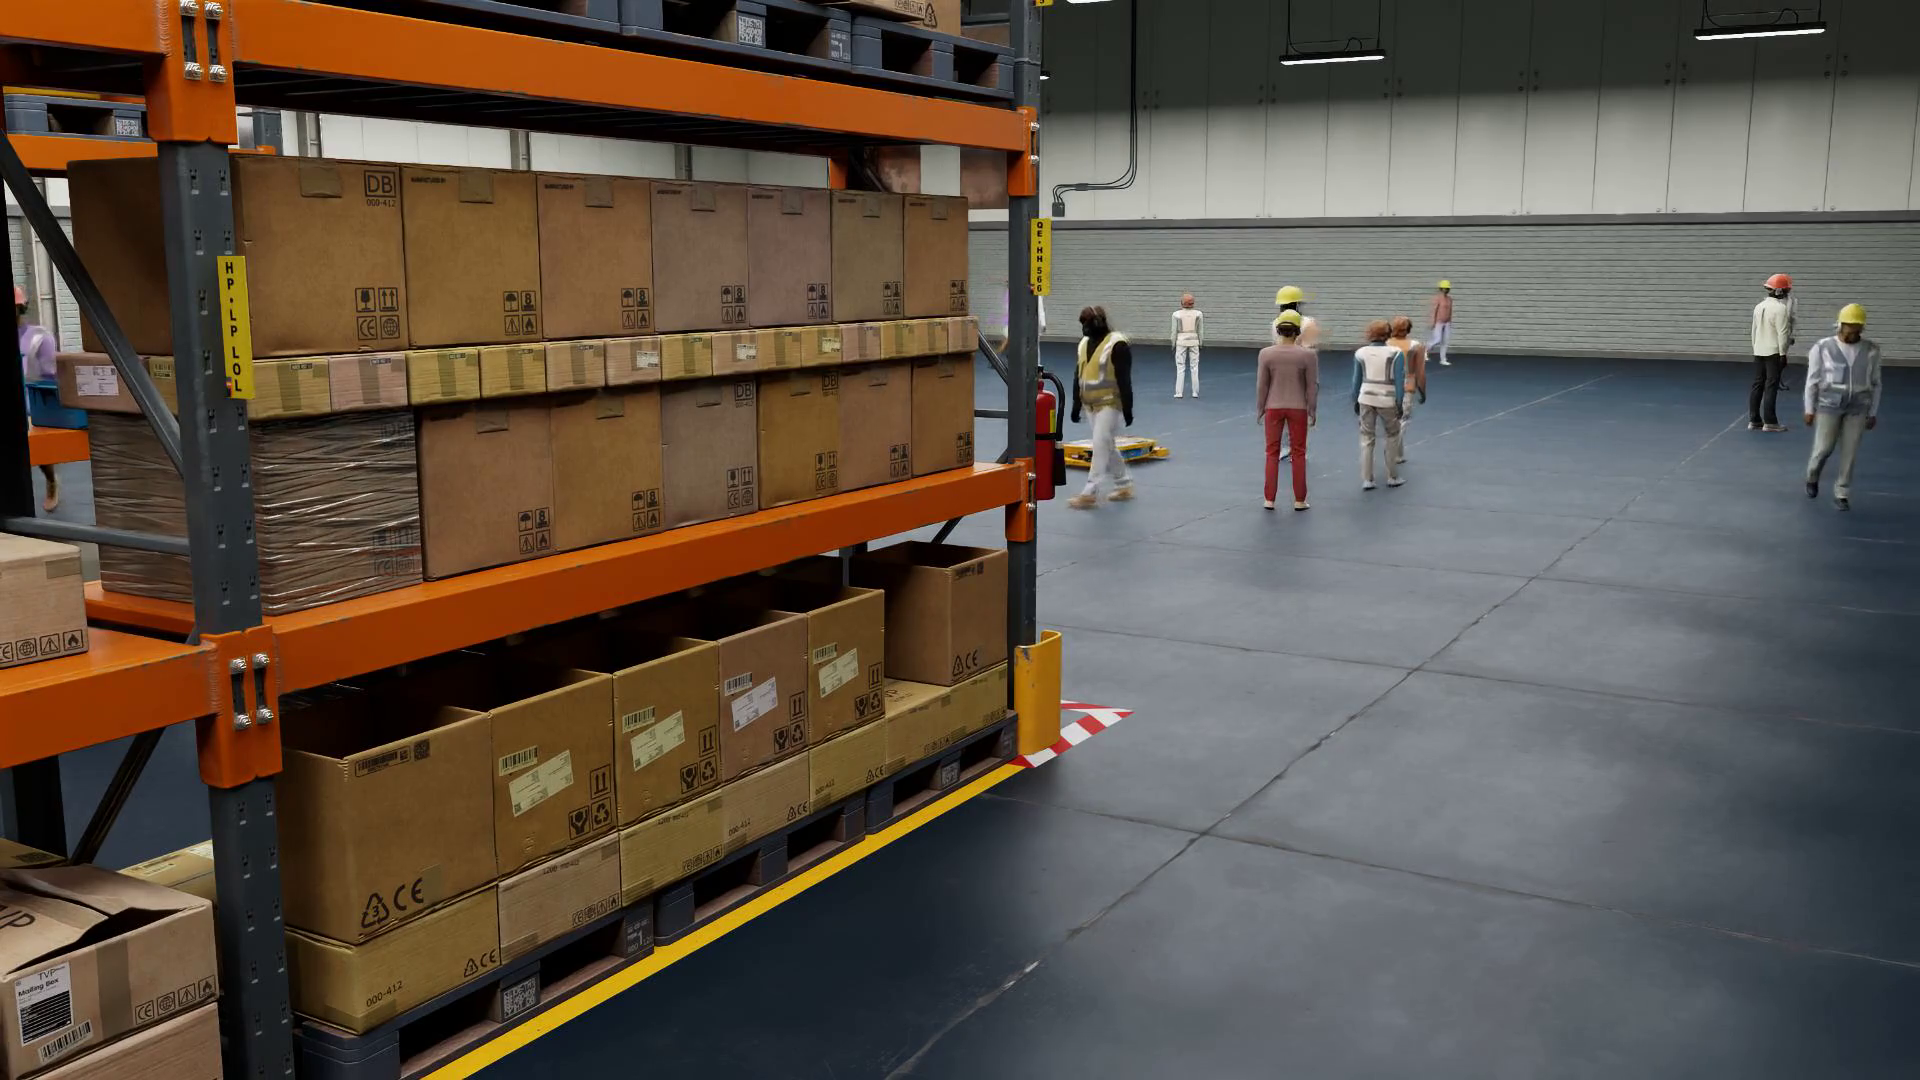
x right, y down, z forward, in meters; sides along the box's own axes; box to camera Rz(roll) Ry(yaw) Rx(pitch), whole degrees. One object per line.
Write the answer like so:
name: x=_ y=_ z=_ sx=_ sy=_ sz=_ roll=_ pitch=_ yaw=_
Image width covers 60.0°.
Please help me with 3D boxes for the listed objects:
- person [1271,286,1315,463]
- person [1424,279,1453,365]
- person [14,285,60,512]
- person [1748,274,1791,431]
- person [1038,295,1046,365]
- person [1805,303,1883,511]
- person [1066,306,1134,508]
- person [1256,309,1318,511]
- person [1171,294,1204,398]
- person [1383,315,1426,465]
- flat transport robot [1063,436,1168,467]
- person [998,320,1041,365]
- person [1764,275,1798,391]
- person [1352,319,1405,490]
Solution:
person: x=3.549 y=-1.760 z=17.843 sx=0.592 sy=1.897 sz=0.615 roll=-9 pitch=13 yaw=-42
person: x=9.867 y=-4.469 z=34.160 sx=0.536 sy=1.755 sz=0.517 roll=-6 pitch=11 yaw=-30
person: x=-7.752 y=-1.118 z=13.744 sx=0.612 sy=2.025 sz=0.709 roll=-2 pitch=10 yaw=-14
person: x=10.379 y=-2.393 z=21.286 sx=0.376 sy=1.995 sz=0.608 roll=-2 pitch=10 yaw=-10
person: x=1.377 y=-4.178 z=32.212 sx=0.657 sy=1.829 sz=0.902 roll=2 pitch=10 yaw=12
person: x=7.775 y=-1.177 z=14.677 sx=0.595 sy=1.821 sz=0.510 roll=2 pitch=10 yaw=13
person: x=1.290 y=-1.201 z=14.937 sx=0.868 sy=1.787 sz=0.697 roll=-6 pitch=12 yaw=-33
person: x=2.869 y=-1.138 z=14.609 sx=0.533 sy=1.765 sz=0.329 roll=3 pitch=10 yaw=14
person: x=3.568 y=-3.040 z=26.109 sx=0.511 sy=1.641 sz=0.308 roll=-1 pitch=10 yaw=-4
person: x=4.647 y=-1.582 z=17.651 sx=0.521 sy=1.613 sz=0.749 roll=7 pitch=12 yaw=36
flat transport robot: x=1.591 y=-0.961 z=17.942 sx=0.652 sy=0.197 sz=1.431 roll=8 pitch=12 yaw=38
person: x=1.082 y=-4.307 z=32.856 sx=1.024 sy=1.880 sz=0.549 roll=-4 pitch=10 yaw=-22
person: x=13.553 y=-3.416 z=27.563 sx=0.596 sy=1.915 sz=0.517 roll=1 pitch=10 yaw=5
person: x=4.038 y=-1.299 z=15.932 sx=0.546 sy=1.619 sz=0.603 roll=7 pitch=12 yaw=35
